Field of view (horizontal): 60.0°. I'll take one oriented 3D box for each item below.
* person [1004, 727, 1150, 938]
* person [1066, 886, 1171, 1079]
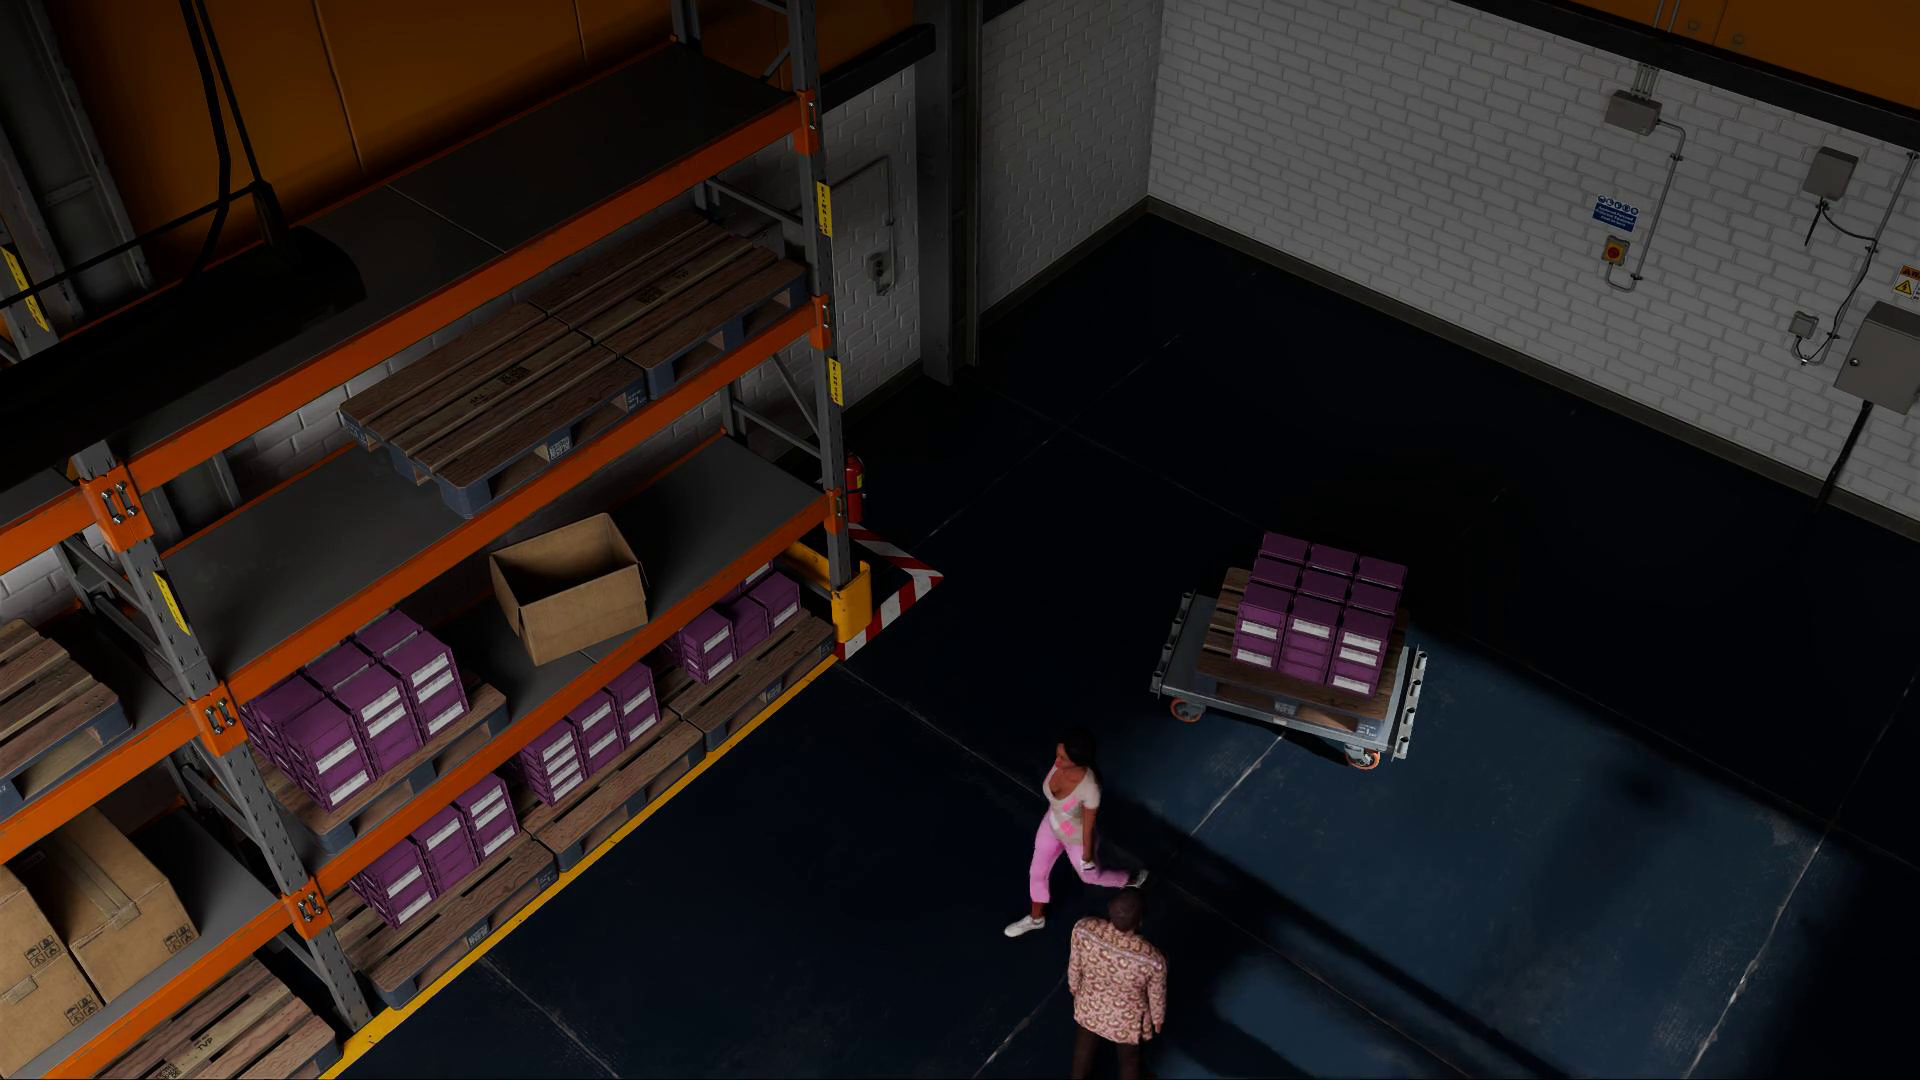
[{"bbox_3d":[0.711,1.613,9.258,1.202,1.709,0.904,-19,47,-19],"label":"person"},{"bbox_3d":[0.783,2.349,8.415,0.728,1.807,0.667,19,47,19],"label":"person"}]
